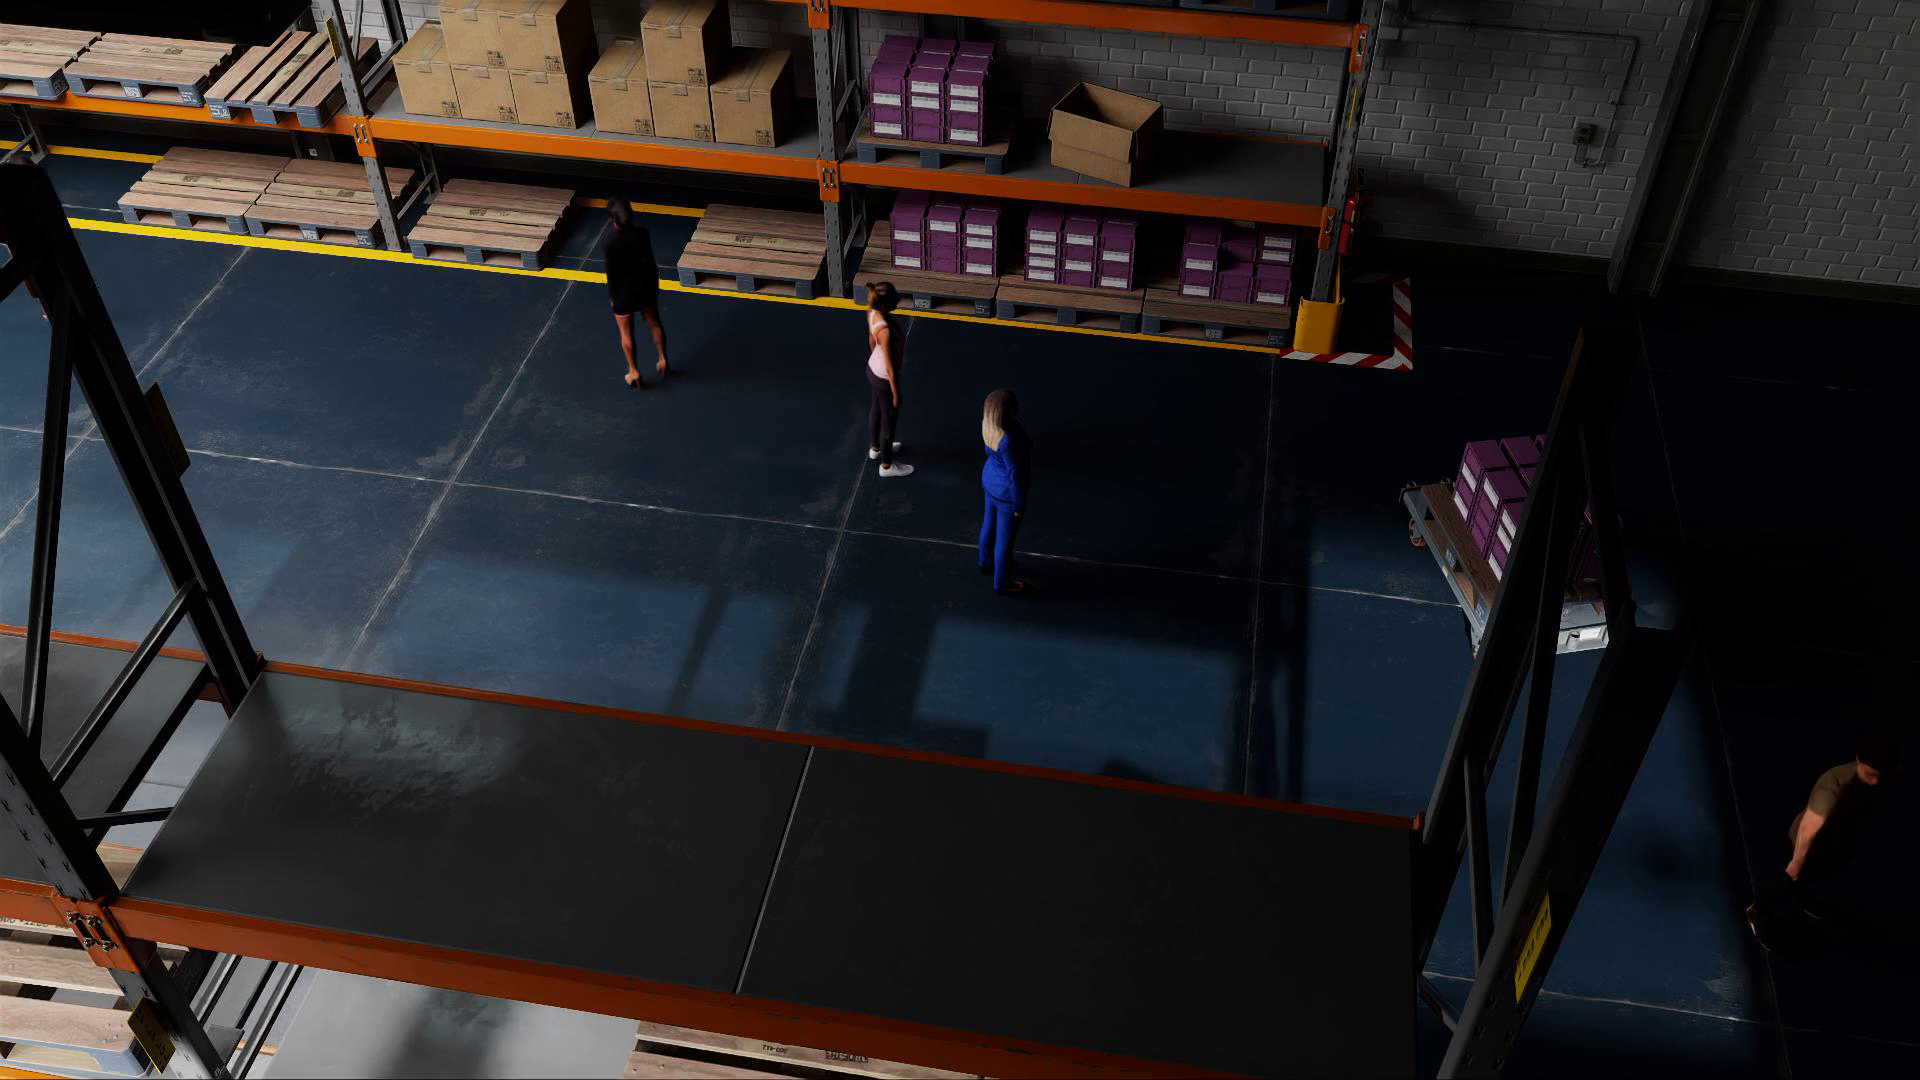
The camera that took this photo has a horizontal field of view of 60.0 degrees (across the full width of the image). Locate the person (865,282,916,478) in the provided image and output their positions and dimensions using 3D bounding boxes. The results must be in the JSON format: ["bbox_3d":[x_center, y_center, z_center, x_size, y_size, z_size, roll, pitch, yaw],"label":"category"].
[{"bbox_3d":[-0.555,-1.187,12.052,0.655,1.651,0.645,-14,45,-14],"label":"person"}]

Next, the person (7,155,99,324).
[{"bbox_3d":[-7.295,-2.337,13.262,0.609,1.647,0.722,7,44,7],"label":"person"}]

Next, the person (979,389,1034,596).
[{"bbox_3d":[0.279,-0.332,11.117,0.726,1.701,0.706,-16,46,-16],"label":"person"}]

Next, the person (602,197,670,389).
[{"bbox_3d":[-2.512,-1.903,12.814,0.682,1.635,0.744,-23,48,-23],"label":"person"}]

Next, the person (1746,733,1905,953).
[{"bbox_3d":[4.687,1.575,9.028,0.822,1.822,0.964,-27,50,-25],"label":"person"}]
